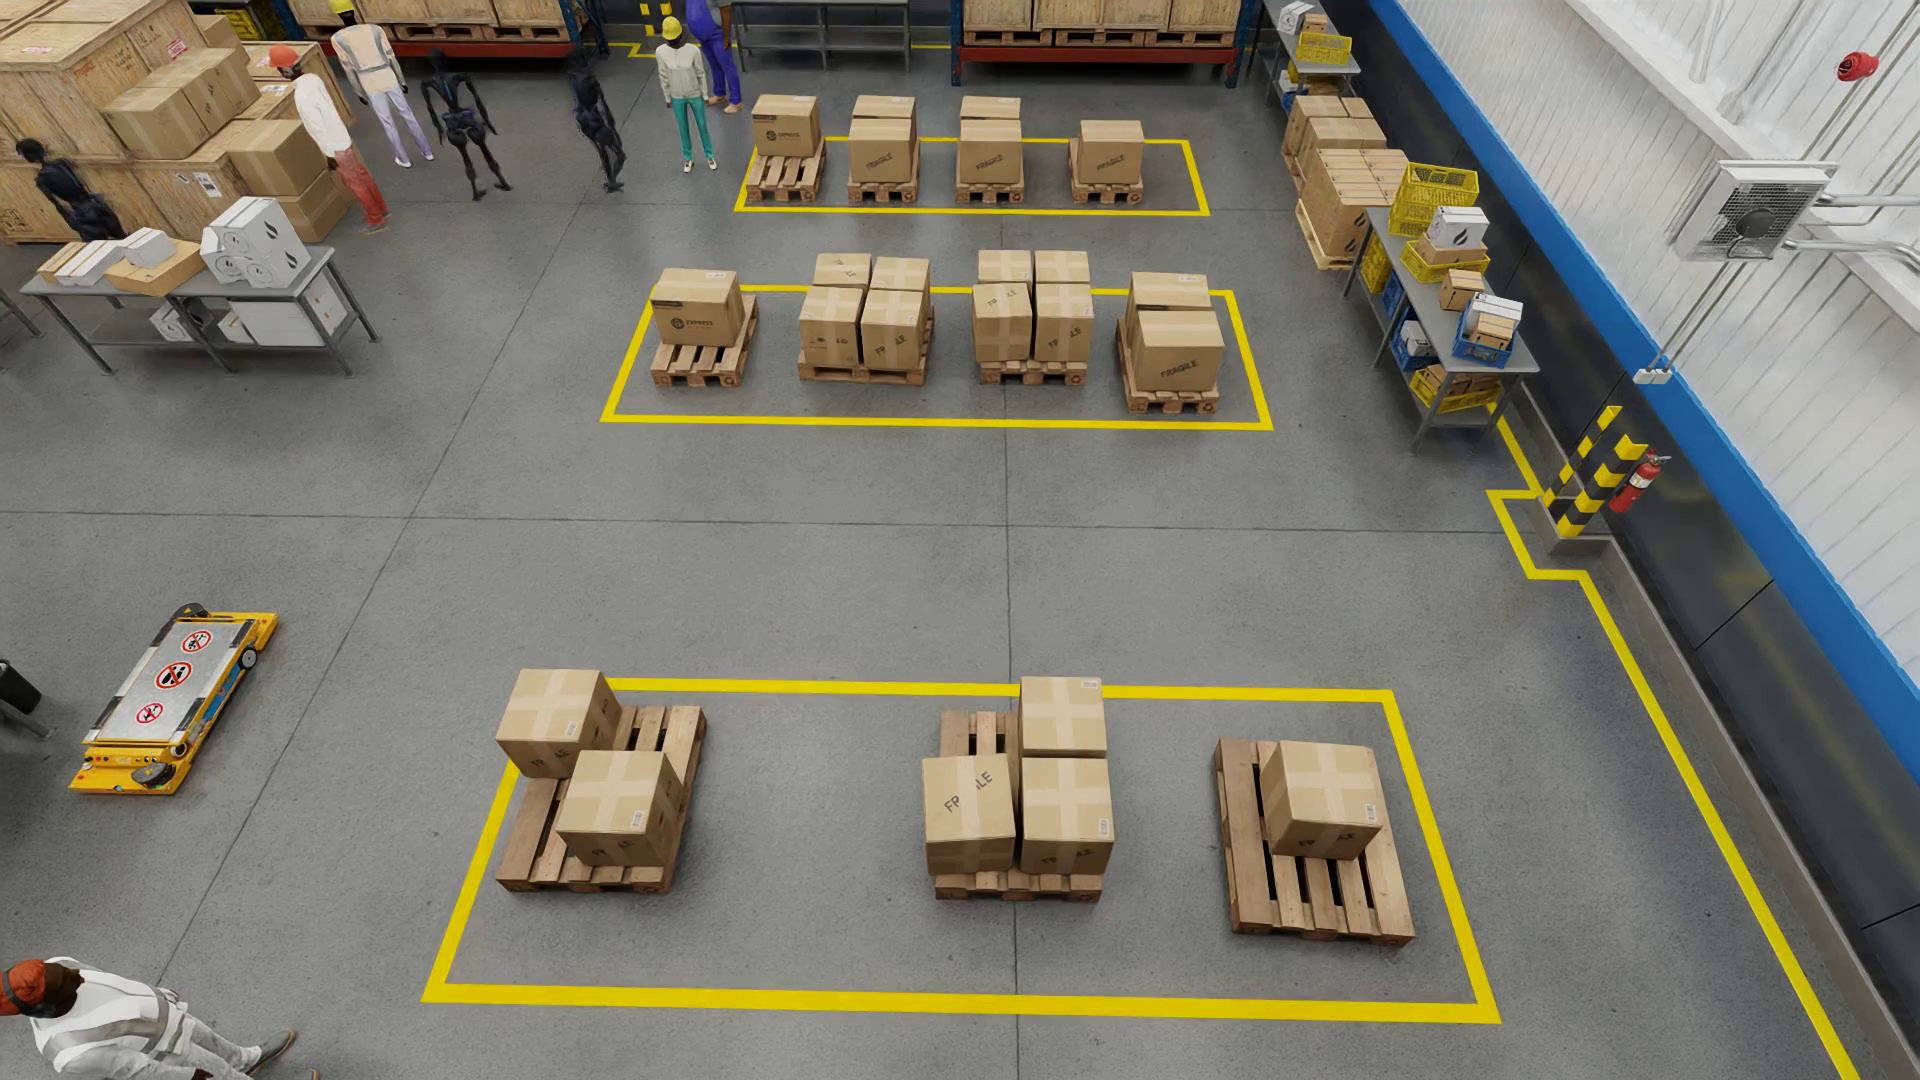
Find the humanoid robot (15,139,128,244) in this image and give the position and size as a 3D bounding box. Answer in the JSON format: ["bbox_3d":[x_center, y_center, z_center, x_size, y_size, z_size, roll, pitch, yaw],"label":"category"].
[{"bbox_3d":[-8.741,-3.214,9.191,0.789,1.623,0.616,-4,50,-3],"label":"humanoid robot"}]

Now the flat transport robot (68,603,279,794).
[{"bbox_3d":[-5.504,1.072,6.442,0.652,0.197,1.431,1,50,1],"label":"flat transport robot"}]

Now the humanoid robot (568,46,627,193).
[{"bbox_3d":[-4.137,-4.780,10.493,0.620,1.650,0.390,27,55,21],"label":"humanoid robot"}]

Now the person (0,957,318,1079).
[{"bbox_3d":[-3.766,2.344,4.327,0.576,1.882,0.354,36,59,27],"label":"person"}]

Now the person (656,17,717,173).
[{"bbox_3d":[-3.226,-5.233,10.818,0.523,1.760,0.324,-8,50,-6],"label":"person"}]

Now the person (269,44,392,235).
[{"bbox_3d":[-6.753,-4.275,9.854,0.394,1.991,0.621,-10,51,-8],"label":"person"}]

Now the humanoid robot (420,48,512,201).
[{"bbox_3d":[-5.659,-4.726,10.450,0.632,1.635,0.340,-22,53,-18],"label":"humanoid robot"}]

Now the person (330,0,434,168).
[{"bbox_3d":[-6.896,-5.422,10.878,0.582,1.918,0.405,-33,57,-25],"label":"person"}]

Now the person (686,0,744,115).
[{"bbox_3d":[-3.209,-6.553,11.753,0.536,2.000,0.682,-37,59,-27],"label":"person"}]
